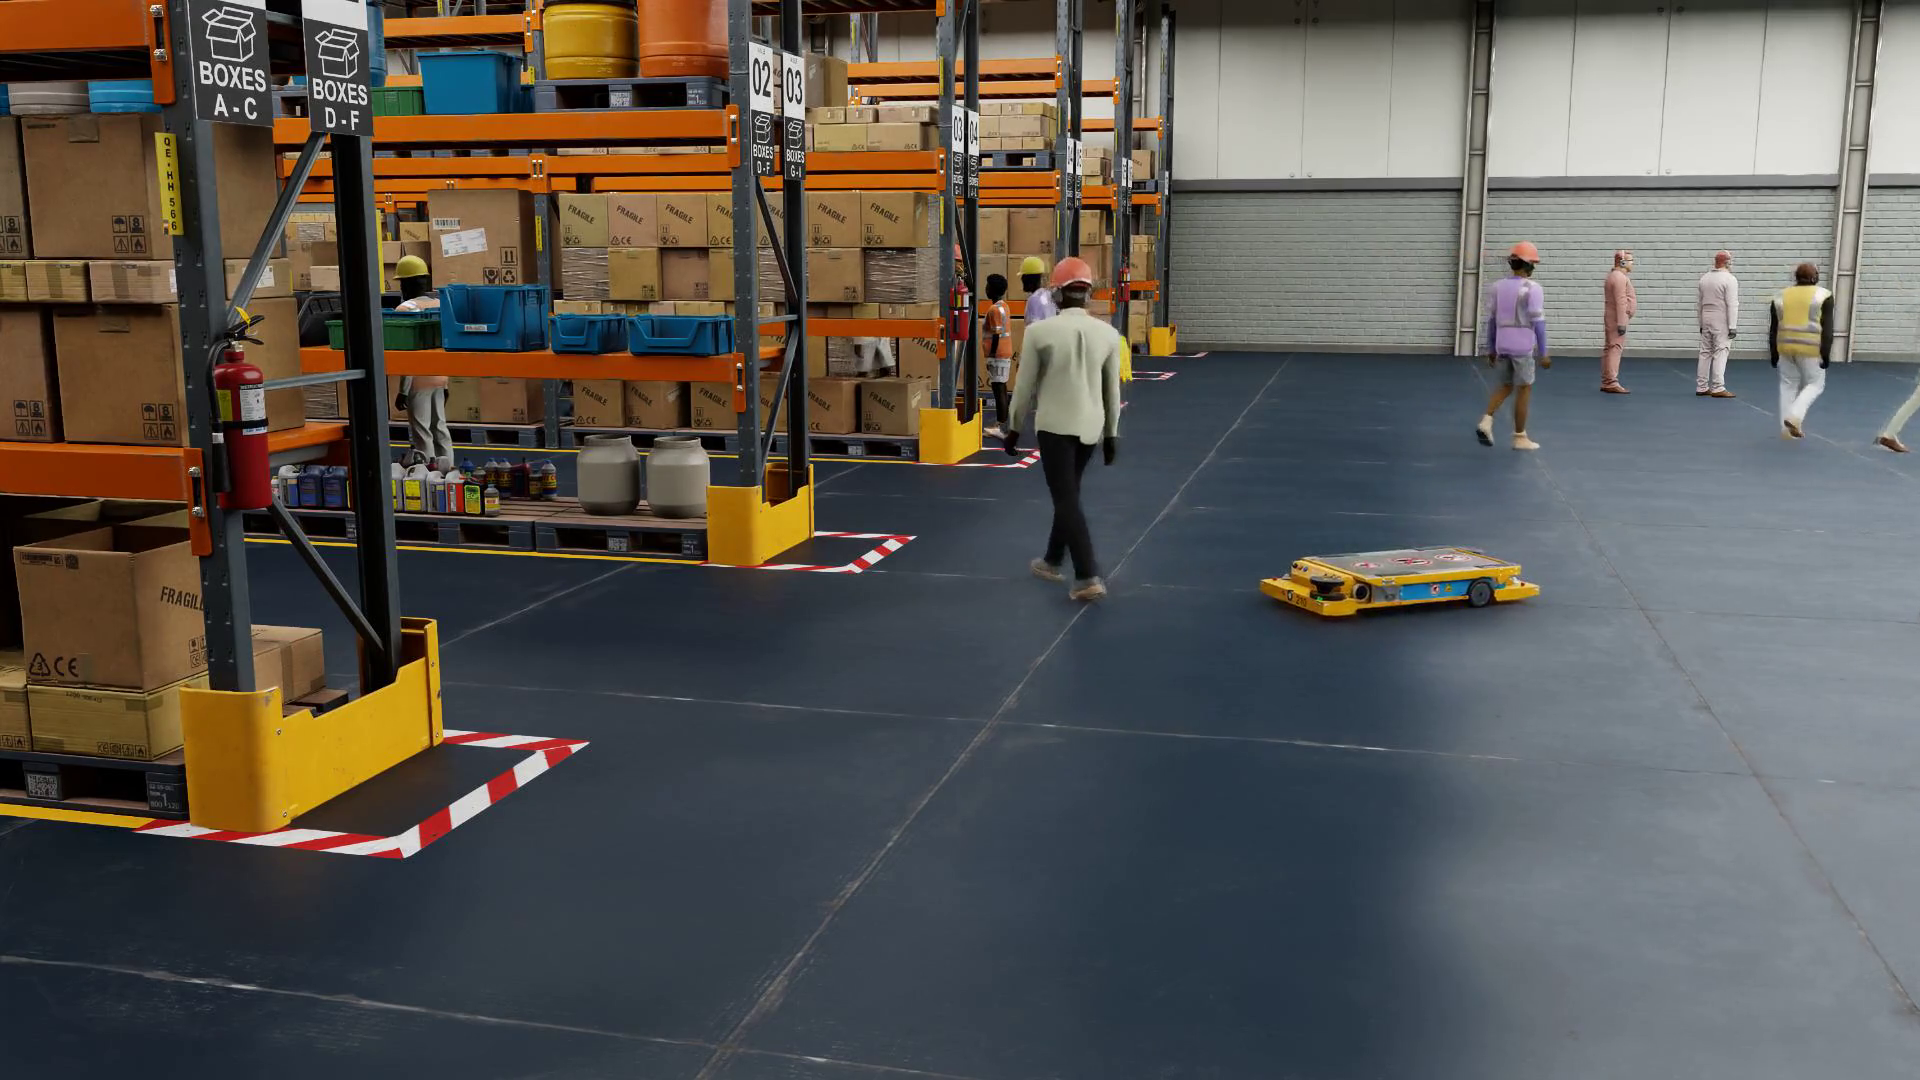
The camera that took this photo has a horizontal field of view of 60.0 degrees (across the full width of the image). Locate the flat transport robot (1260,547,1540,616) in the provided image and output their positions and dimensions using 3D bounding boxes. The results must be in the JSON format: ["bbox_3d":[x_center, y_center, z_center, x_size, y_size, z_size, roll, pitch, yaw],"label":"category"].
[{"bbox_3d":[2.491,0.219,9.427,1.431,0.197,0.652,-4,11,-20],"label":"flat transport robot"}]

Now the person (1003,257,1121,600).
[{"bbox_3d":[0.627,-0.651,9.627,0.620,1.952,1.017,-5,11,-26],"label":"person"}]

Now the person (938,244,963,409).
[{"bbox_3d":[-0.100,-2.449,19.439,0.390,1.990,0.623,0,10,2],"label":"person"}]

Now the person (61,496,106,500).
[{"bbox_3d":[-5.731,-0.792,10.622,0.330,1.864,0.512,2,10,11],"label":"person"}]

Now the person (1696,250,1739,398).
[{"bbox_3d":[9.908,-2.812,21.690,0.407,1.906,0.655,-3,11,-15],"label":"person"}]

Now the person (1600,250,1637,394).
[{"bbox_3d":[8.840,-2.922,22.296,0.406,1.911,0.639,2,10,10],"label":"person"}]

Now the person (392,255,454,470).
[{"bbox_3d":[-4.134,-1.208,12.748,0.381,1.923,0.594,3,11,17],"label":"person"}]

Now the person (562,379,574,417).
[{"bbox_3d":[-4.470,-2.325,18.963,0.603,1.915,0.541,2,10,12],"label":"person"}]

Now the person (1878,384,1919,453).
[{"bbox_3d":[9.300,-1.698,15.761,0.535,1.824,1.003,-10,14,-43],"label":"person"}]

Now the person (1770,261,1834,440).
[{"bbox_3d":[8.553,-1.915,16.926,0.438,1.827,0.643,-8,13,-37],"label":"person"}]

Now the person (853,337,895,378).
[{"bbox_3d":[-0.999,-2.195,17.990,0.615,2.017,0.854,-8,13,-39],"label":"person"}]

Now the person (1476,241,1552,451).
[{"bbox_3d":[5.374,-1.854,16.054,0.571,2.031,0.642,-5,11,-25],"label":"person"}]

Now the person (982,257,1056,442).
[{"bbox_3d":[0.724,-1.866,16.542,1.004,1.867,0.604,2,10,10],"label":"person"}]

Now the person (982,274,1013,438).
[{"bbox_3d":[0.379,-1.901,17.225,0.317,1.696,0.537,2,10,10],"label":"person"}]
